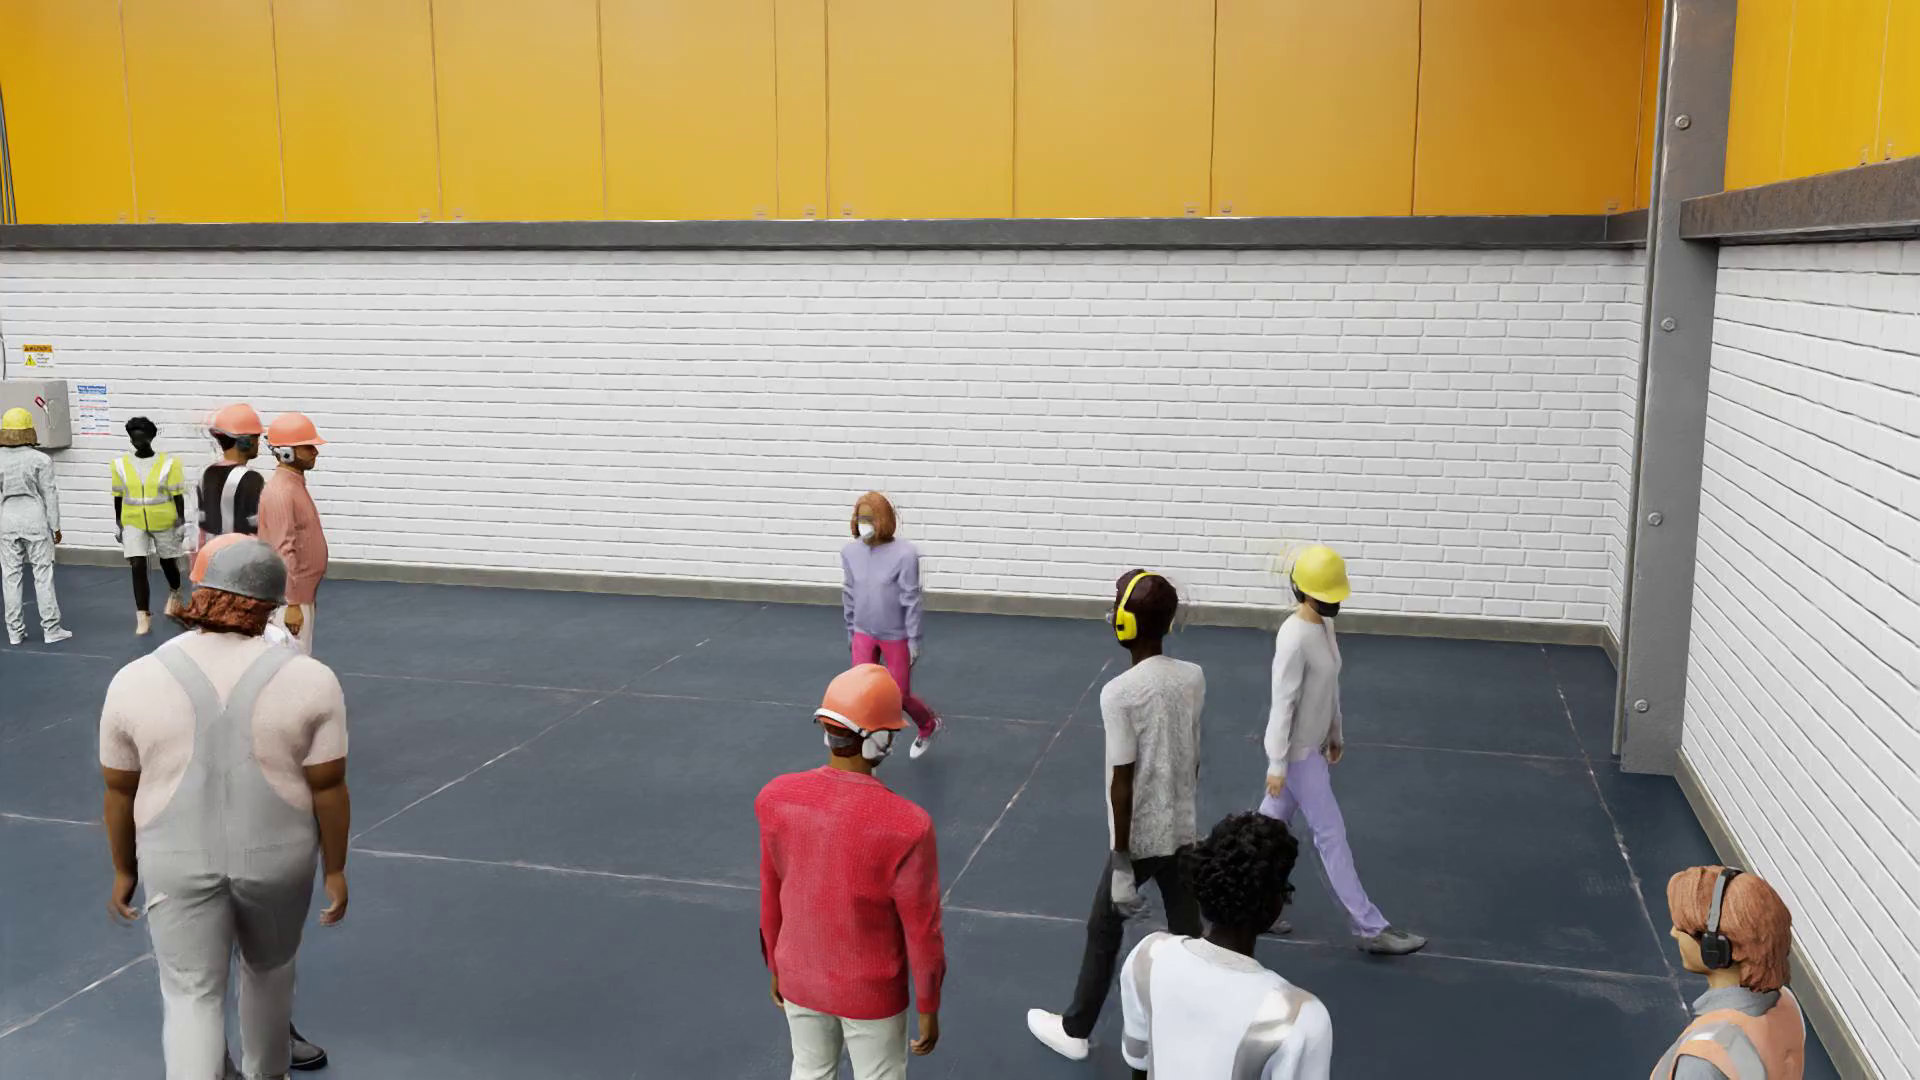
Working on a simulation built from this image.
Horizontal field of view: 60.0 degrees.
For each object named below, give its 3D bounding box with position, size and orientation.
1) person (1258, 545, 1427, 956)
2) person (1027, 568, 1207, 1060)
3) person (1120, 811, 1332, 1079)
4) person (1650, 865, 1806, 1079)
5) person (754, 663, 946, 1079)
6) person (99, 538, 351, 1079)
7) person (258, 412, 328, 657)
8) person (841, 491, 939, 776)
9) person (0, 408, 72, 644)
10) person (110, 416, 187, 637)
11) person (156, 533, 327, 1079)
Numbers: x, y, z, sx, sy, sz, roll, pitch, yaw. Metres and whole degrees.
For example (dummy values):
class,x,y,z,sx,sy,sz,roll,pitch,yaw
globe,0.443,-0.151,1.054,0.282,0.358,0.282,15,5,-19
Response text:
class,x,y,z,sx,sy,sz,roll,pitch,yaw
person,1.497,0.853,6.731,0.893,1.691,0.582,4,11,24
person,0.636,0.994,5.601,0.528,1.813,1.004,-8,12,-38
person,0.558,1.404,3.546,0.319,1.691,0.539,-9,13,-41
person,1.545,1.460,3.397,0.313,1.629,0.517,8,13,40
person,-0.290,1.197,4.609,0.577,1.739,0.350,5,11,27
person,-2.239,0.963,5.105,0.723,2.000,0.980,-4,10,-20
person,-3.659,0.289,9.205,0.393,1.995,0.612,-3,10,-15
person,-0.385,0.510,9.033,0.508,1.611,0.646,5,11,26
person,-6.874,-0.102,12.249,0.493,1.743,0.295,-1,10,-7
person,-6.195,-0.143,12.764,0.533,1.659,0.829,-3,10,-15
person,-2.430,0.927,5.647,0.369,1.929,0.542,6,11,30
